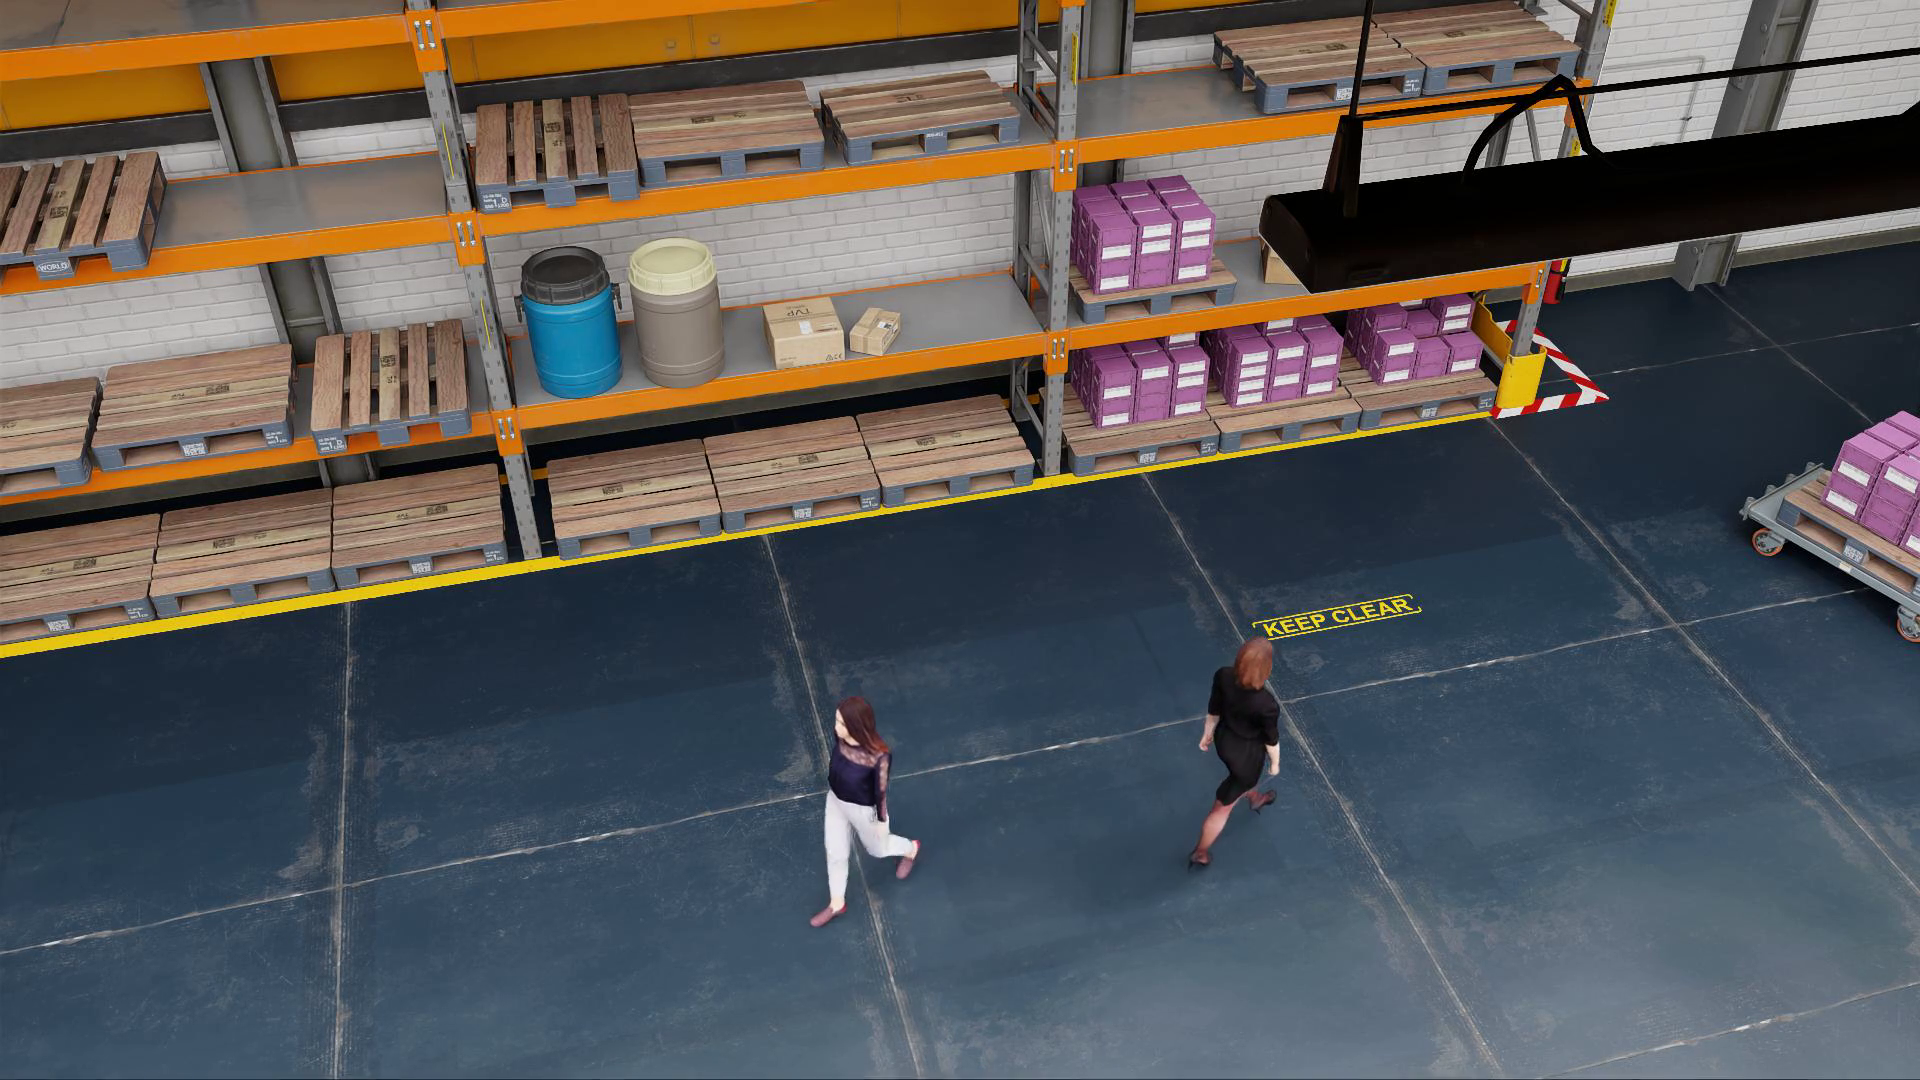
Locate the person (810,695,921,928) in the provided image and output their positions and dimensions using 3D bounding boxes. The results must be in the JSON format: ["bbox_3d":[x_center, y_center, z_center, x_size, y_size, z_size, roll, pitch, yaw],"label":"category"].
[{"bbox_3d":[-0.514,1.475,9.291,1.115,1.582,0.916,-31,48,-33],"label":"person"}]

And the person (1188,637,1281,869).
[{"bbox_3d":[1.521,1.271,9.474,1.113,1.673,0.866,-27,46,-29],"label":"person"}]
